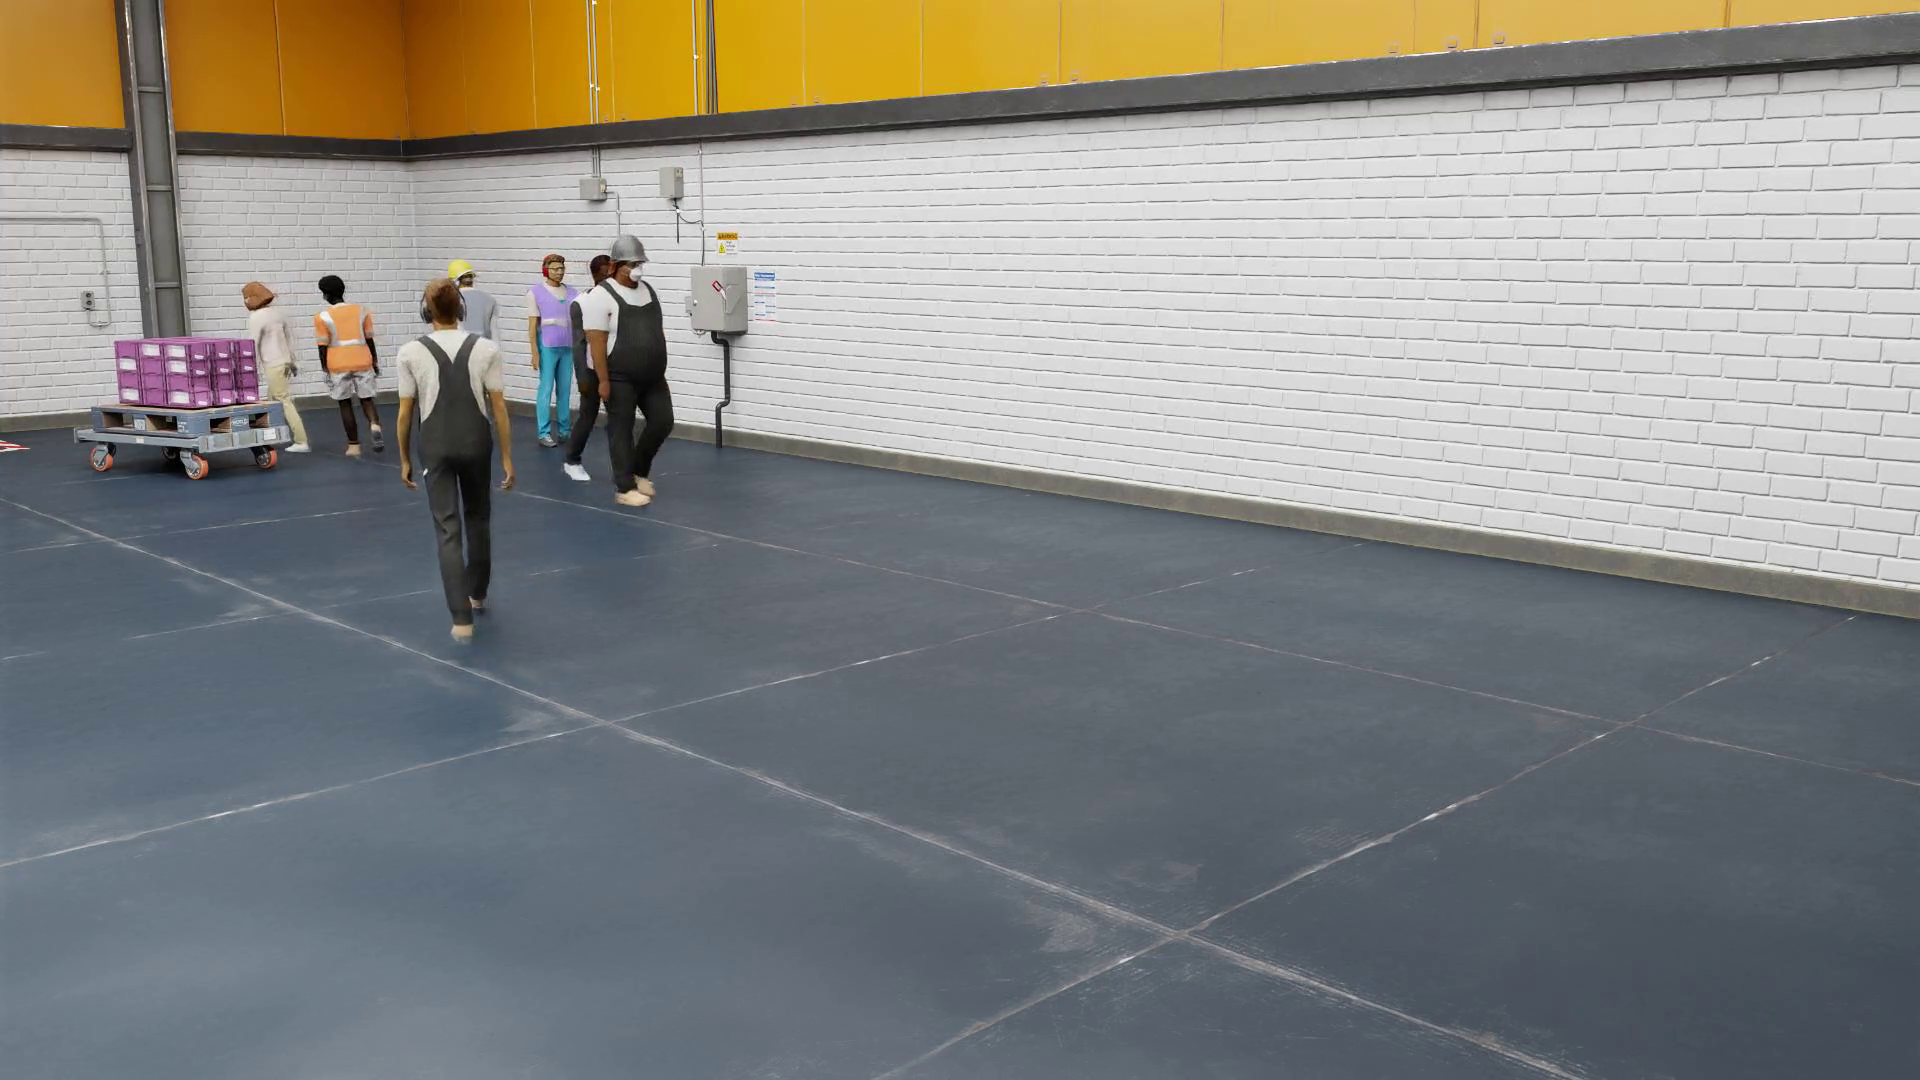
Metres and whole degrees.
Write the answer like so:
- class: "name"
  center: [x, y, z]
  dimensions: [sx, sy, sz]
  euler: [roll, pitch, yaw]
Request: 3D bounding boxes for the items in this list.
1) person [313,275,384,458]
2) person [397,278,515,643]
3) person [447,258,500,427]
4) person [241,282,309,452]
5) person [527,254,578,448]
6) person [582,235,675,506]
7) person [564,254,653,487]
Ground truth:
- class: "person"
  center: [-5.482, -1.550, 14.987]
  dimensions: [0.577, 1.668, 0.533]
  euler: [-8, 13, -37]
- class: "person"
  center: [-2.601, -0.428, 8.532]
  dimensions: [0.535, 1.798, 0.939]
  euler: [-5, 11, -24]
- class: "person"
  center: [-4.594, -1.733, 15.626]
  dimensions: [0.613, 1.808, 0.583]
  euler: [-10, 14, -42]
- class: "person"
  center: [-6.490, -1.610, 15.548]
  dimensions: [0.835, 1.581, 0.550]
  euler: [2, 11, 9]
- class: "person"
  center: [-3.909, -1.821, 16.014]
  dimensions: [0.372, 1.840, 0.570]
  euler: [8, 13, 36]
- class: "person"
  center: [-2.447, -1.264, 12.434]
  dimensions: [0.536, 2.000, 0.713]
  euler: [8, 13, 38]
- class: "person"
  center: [-2.929, -1.375, 13.511]
  dimensions: [0.984, 1.876, 0.609]
  euler: [9, 14, 40]
